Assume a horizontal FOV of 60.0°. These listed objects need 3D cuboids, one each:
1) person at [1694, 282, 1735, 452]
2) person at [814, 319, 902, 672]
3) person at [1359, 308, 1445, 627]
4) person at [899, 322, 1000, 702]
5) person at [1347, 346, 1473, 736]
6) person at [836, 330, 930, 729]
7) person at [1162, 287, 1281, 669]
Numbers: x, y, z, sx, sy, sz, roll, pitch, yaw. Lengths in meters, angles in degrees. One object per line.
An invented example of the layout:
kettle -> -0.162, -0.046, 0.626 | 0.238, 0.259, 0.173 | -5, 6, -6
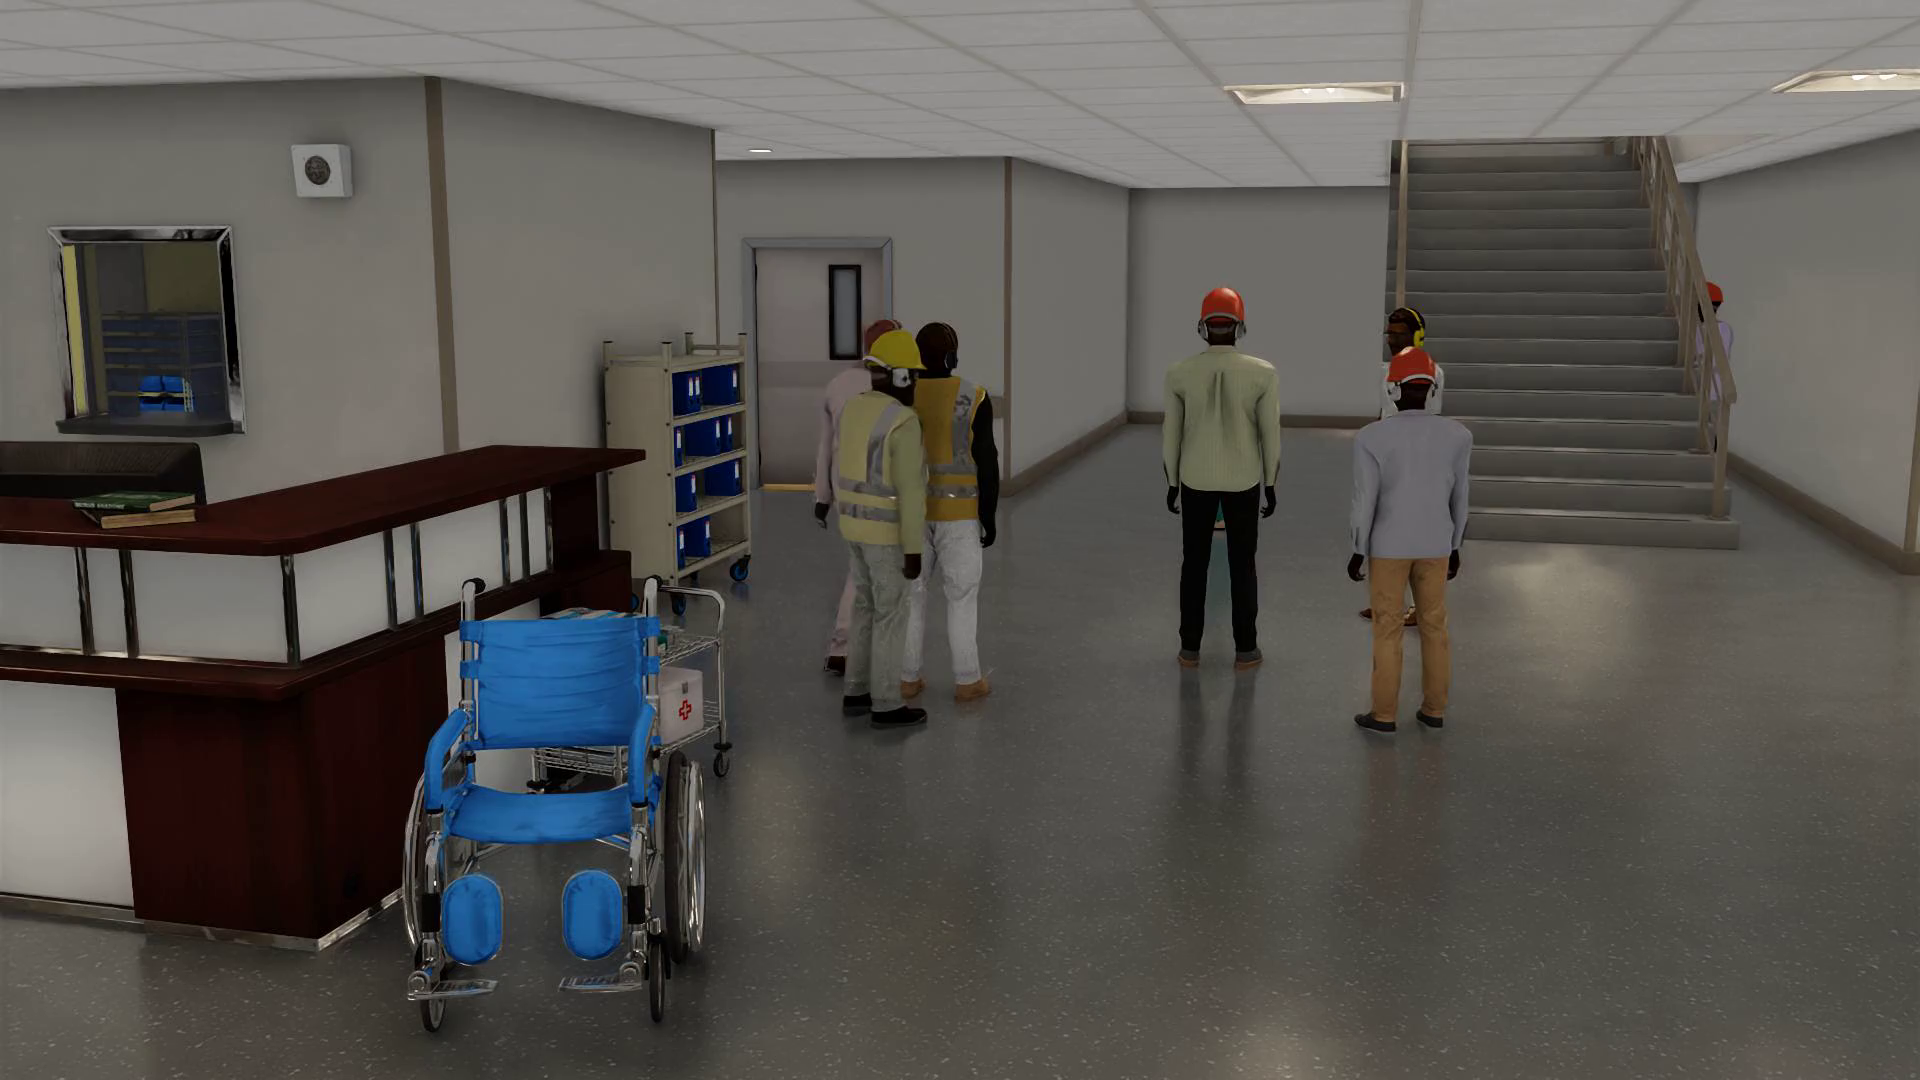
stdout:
person -> 6.439, -1.263, 14.451 | 0.551, 1.934, 0.373 | -7, 12, -34
person -> -0.456, -0.254, 8.861 | 0.656, 1.832, 1.076 | 6, 11, 31
person -> 2.602, -0.422, 9.747 | 0.322, 1.858, 0.512 | -5, 11, -27
person -> -0.108, -0.128, 8.058 | 0.627, 1.844, 0.429 | 3, 10, 15
person -> 2.008, 0.007, 7.514 | 0.564, 1.751, 0.342 | -2, 10, -11
person -> -0.334, -0.042, 7.616 | 0.417, 1.819, 0.618 | -7, 12, -34
person -> 1.361, -0.313, 8.682 | 0.612, 1.996, 0.376 | 2, 10, 13
